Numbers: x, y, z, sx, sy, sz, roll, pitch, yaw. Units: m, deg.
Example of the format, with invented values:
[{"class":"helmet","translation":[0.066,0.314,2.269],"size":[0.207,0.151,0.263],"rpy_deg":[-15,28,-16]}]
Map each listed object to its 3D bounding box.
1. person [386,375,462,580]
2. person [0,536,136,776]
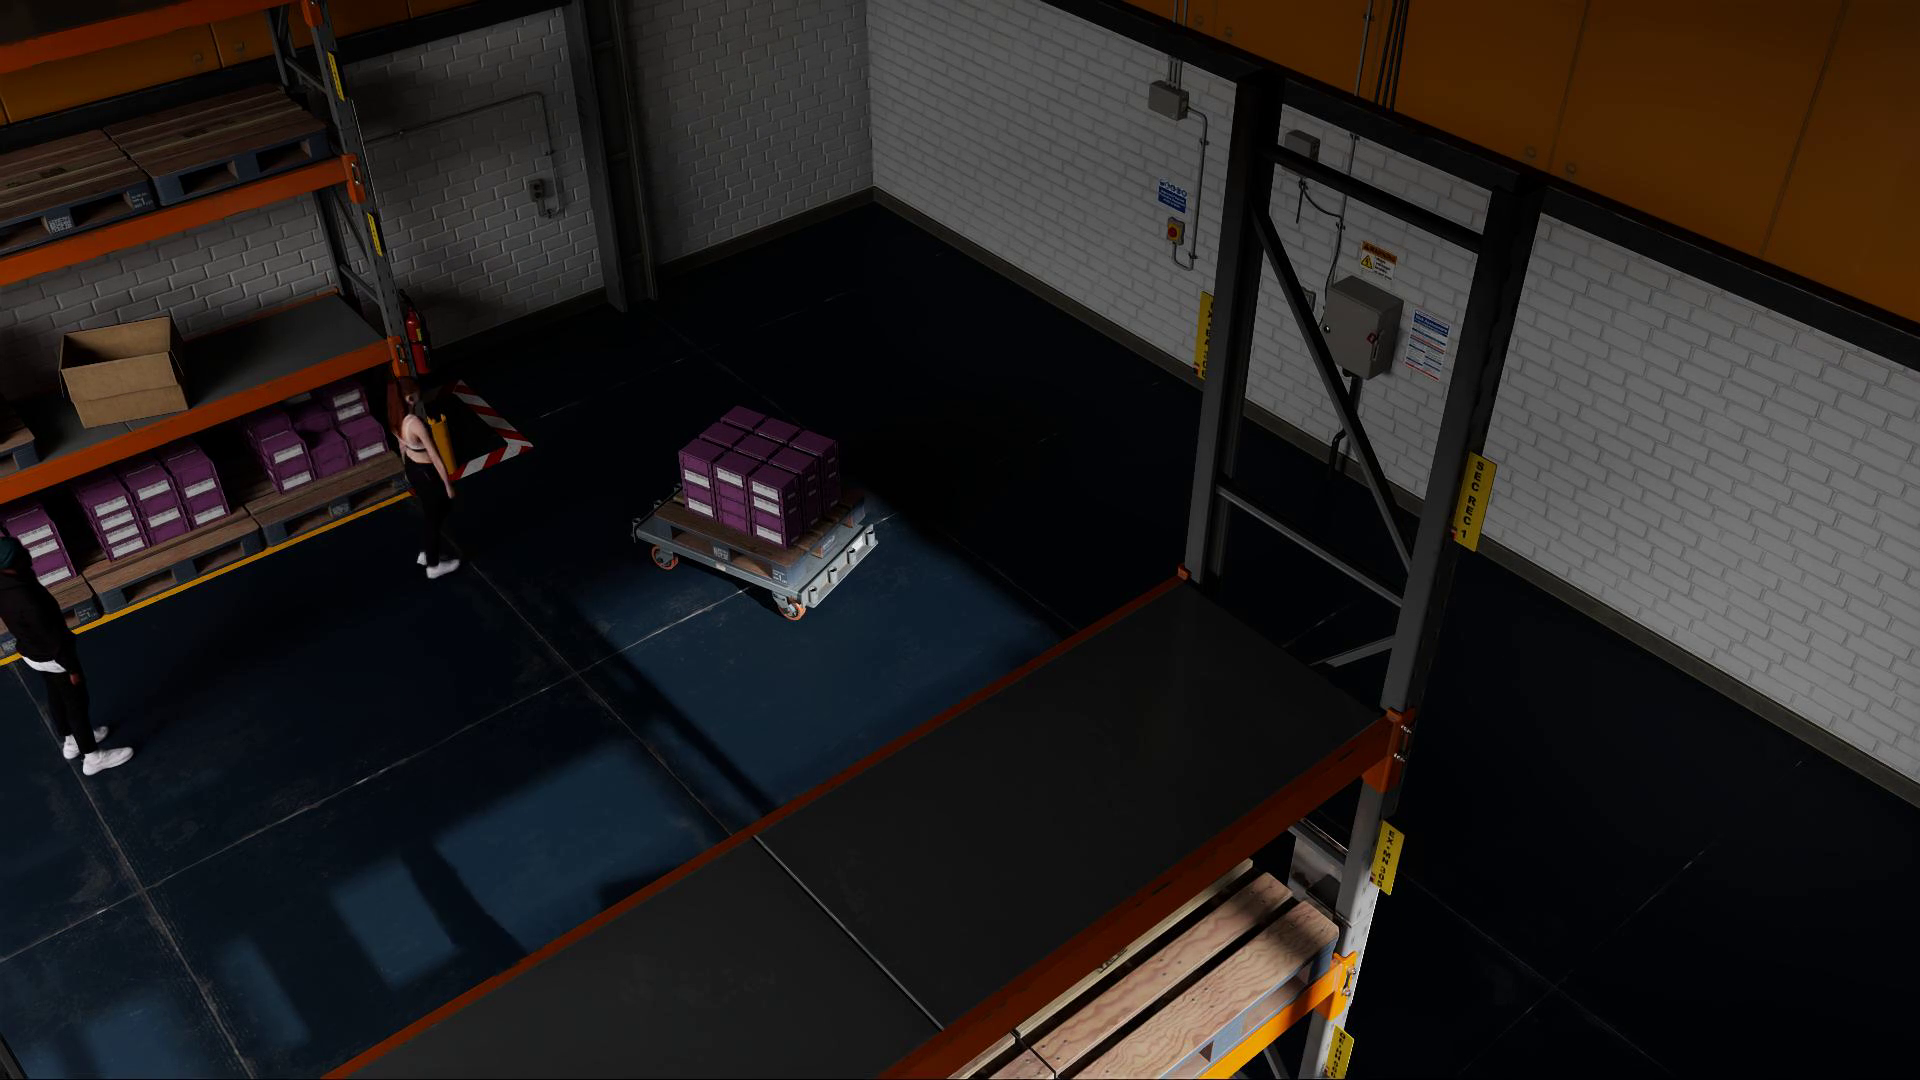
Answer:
[{"class":"person","translation":[-3.924,-0.399,11.937],"size":[0.585,1.734,0.579],"rpy_deg":[-28,46,-31]},{"class":"person","translation":[-5.746,0.707,10.485],"size":[0.701,1.817,0.608],"rpy_deg":[29,47,31]}]
